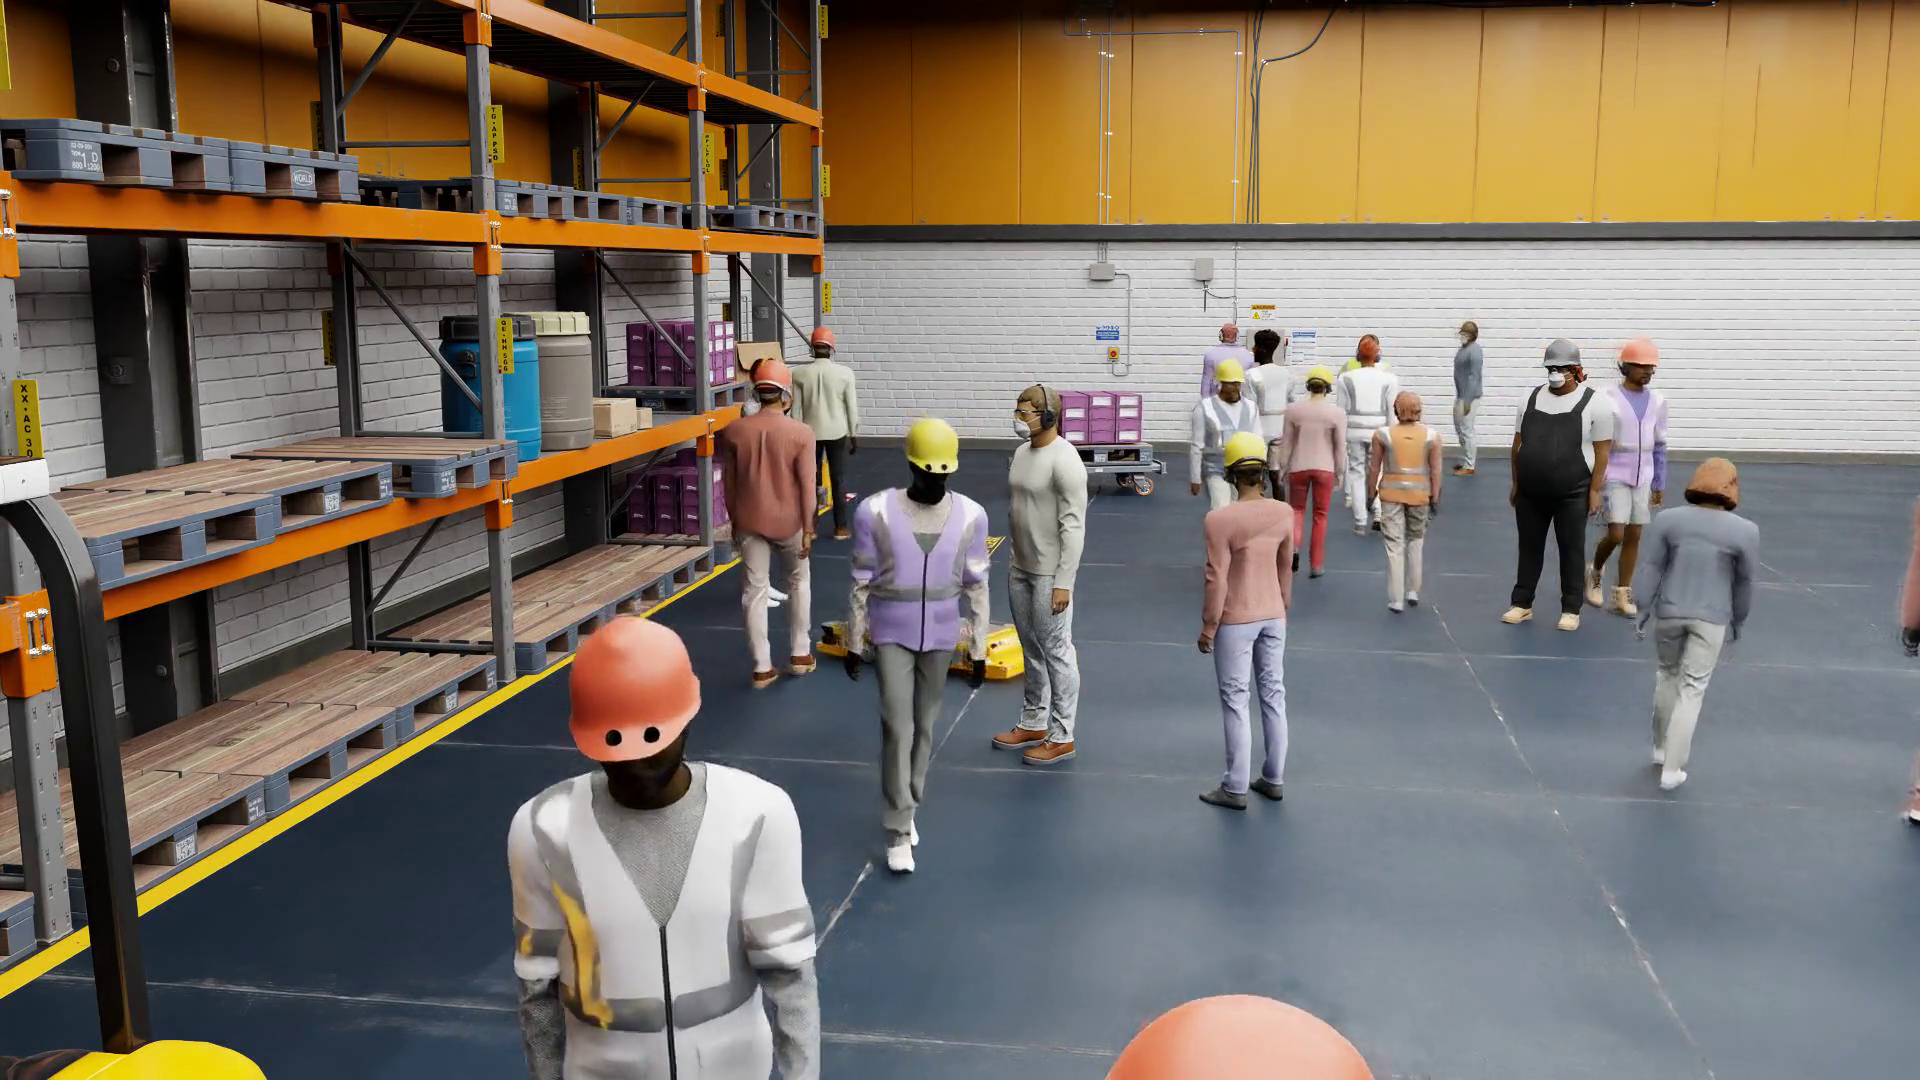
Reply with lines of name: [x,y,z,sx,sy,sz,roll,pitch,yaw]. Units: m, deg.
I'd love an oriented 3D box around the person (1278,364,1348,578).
person: [2.886,-0.564,13.622,0.551,1.745,0.416,4,10,22]

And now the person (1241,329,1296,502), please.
person: [2.844,-0.983,15.533,0.614,1.965,0.361,-5,10,-28]

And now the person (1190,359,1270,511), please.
person: [2.181,-0.517,13.180,0.596,1.804,0.790,-4,10,-22]

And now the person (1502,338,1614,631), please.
person: [4.152,-0.388,11.641,0.672,2.000,0.536,8,12,39]

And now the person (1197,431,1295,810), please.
person: [1.327,0.377,7.777,0.526,1.765,0.330,-6,11,-31]

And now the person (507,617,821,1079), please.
person: [-0.540,1.068,3.110,0.558,1.892,0.767,-2,10,-14]

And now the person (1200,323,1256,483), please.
person: [3.128,-1.595,19.538,0.647,1.901,0.402,-2,9,-10]

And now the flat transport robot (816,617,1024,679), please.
flat transport robot: [-0.159,0.650,10.683,1.431,0.197,0.652,6,11,31]

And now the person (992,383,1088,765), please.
person: [0.415,0.170,8.518,0.370,1.940,0.630,-4,10,-26]

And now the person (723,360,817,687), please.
person: [-1.139,-0.114,10.197,0.614,1.965,0.760,1,9,7]

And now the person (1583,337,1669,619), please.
person: [4.816,-0.444,12.008,0.631,2.033,0.446,-2,9,-12]

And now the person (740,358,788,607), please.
person: [-1.475,-0.428,12.456,0.334,1.860,0.508,2,9,11]

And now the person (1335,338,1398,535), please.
person: [3.850,-0.978,15.825,0.570,1.868,0.449,1,9,5]

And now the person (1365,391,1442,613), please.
person: [3.272,-0.292,12.331,0.521,1.616,0.628,1,9,5]

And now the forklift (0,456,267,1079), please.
forklift: [-2.328,0.975,2.765,2.313,2.155,1.214,1,9,9]

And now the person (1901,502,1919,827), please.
person: [4.707,0.373,7.559,1.030,1.835,0.663,-4,10,-23]

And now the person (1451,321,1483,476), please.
person: [6.195,-1.725,20.349,0.346,1.909,0.776,0,9,3]

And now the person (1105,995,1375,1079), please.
person: [0.187,1.323,1.365,0.613,1.947,0.930,5,10,26]

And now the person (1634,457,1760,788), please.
person: [3.626,0.390,8.177,0.508,1.599,0.688,7,12,38]

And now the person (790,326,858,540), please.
person: [-1.256,-0.985,15.468,0.620,1.994,0.394,0,9,2]

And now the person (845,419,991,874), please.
person: [-0.152,0.439,7.006,0.612,1.883,0.849,-2,10,-15]

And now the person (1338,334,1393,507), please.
person: [4.291,-1.242,17.518,0.626,1.846,0.429,7,12,38]
